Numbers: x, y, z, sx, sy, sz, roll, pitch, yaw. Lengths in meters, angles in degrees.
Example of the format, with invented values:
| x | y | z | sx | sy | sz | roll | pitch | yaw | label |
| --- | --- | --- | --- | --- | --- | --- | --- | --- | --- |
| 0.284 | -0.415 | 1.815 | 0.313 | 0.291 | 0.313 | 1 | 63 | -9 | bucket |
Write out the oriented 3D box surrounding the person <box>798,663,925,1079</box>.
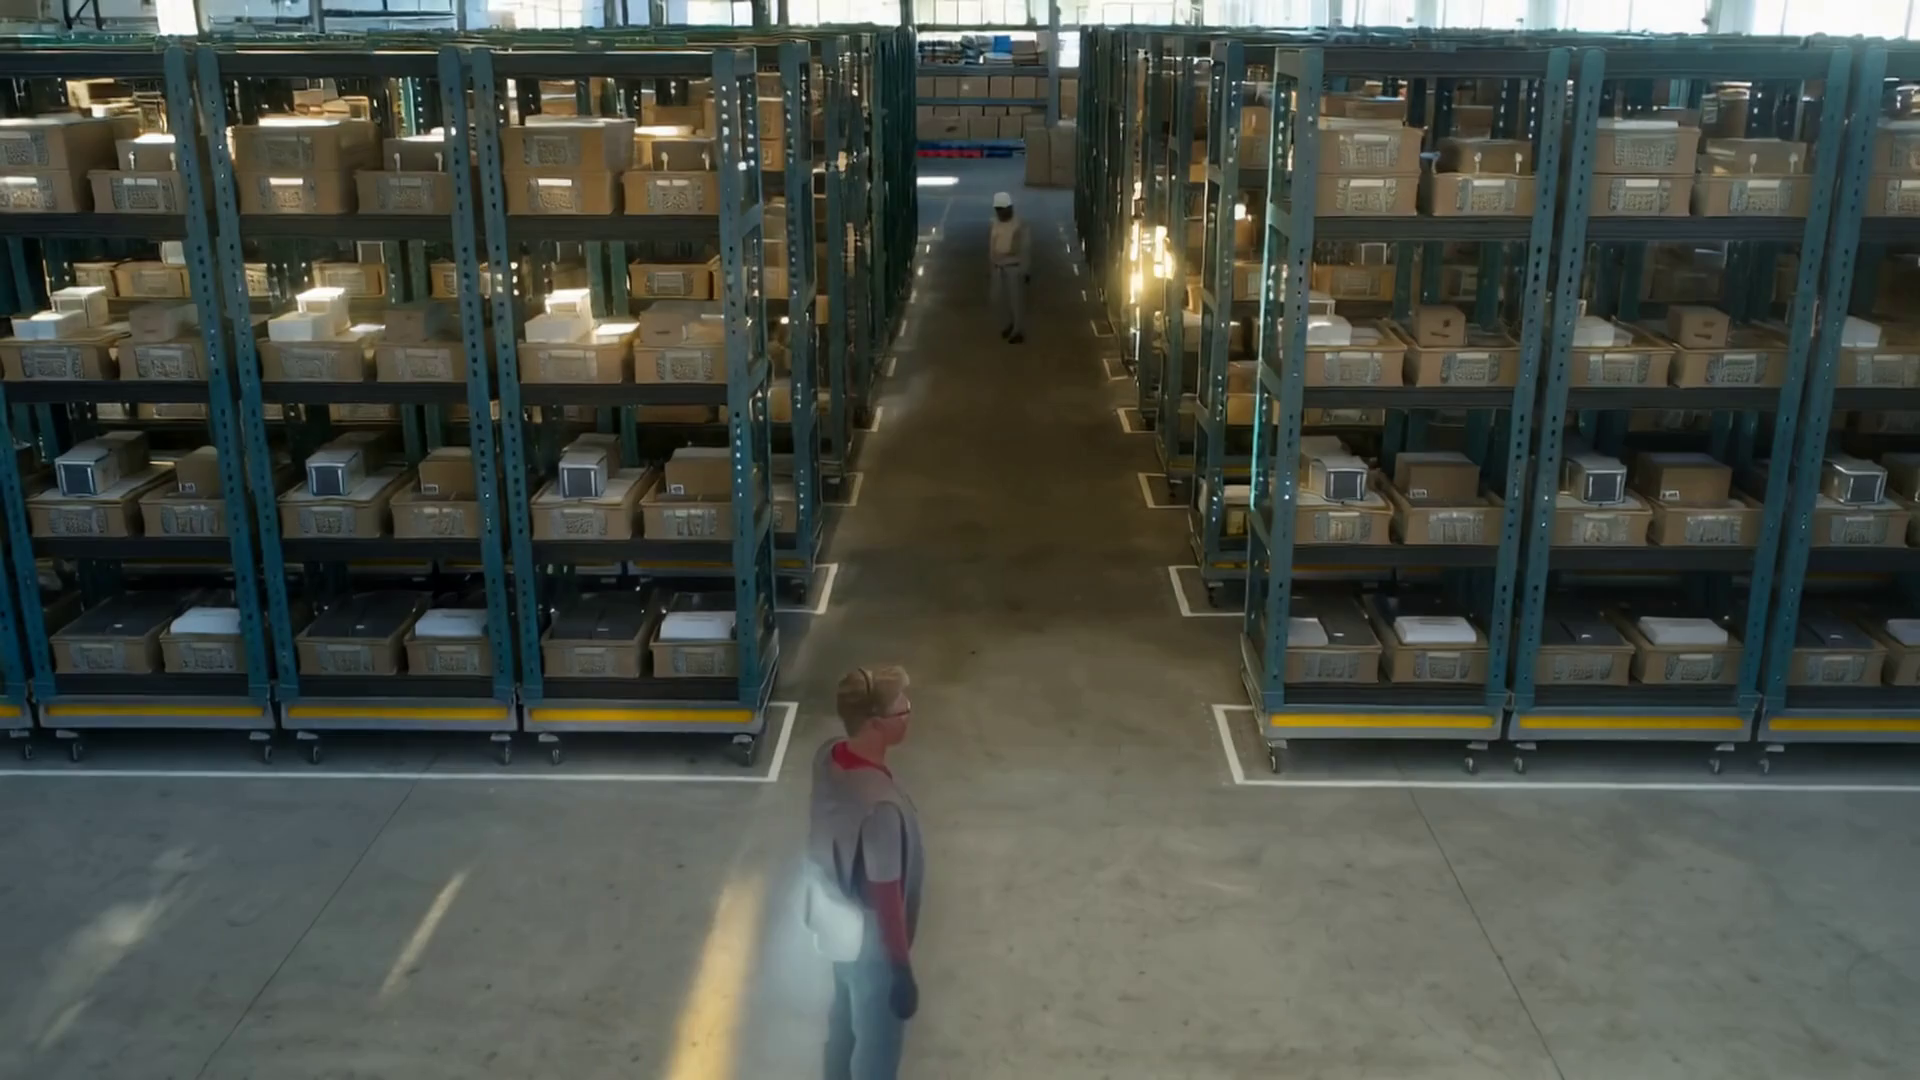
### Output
| x | y | z | sx | sy | sz | roll | pitch | yaw | label |
| --- | --- | --- | --- | --- | --- | --- | --- | --- | --- |
| -0.302 | 1.268 | 5.292 | 0.389 | 1.847 | 0.563 | -8 | 19 | -23 | person |

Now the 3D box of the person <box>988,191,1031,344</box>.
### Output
| x | y | z | sx | sy | sz | roll | pitch | yaw | label |
| --- | --- | --- | --- | --- | --- | --- | --- | --- | --- |
| 0.583 | -3.218 | 19.670 | 0.681 | 1.795 | 0.444 | 16 | 23 | 40 | person |

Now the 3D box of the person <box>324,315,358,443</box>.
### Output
| x | y | z | sx | sy | sz | roll | pitch | yaw | label |
| --- | --- | --- | --- | --- | --- | --- | --- | --- | --- |
| -4.266 | -0.883 | 11.965 | 0.943 | 1.963 | 0.606 | -1 | 17 | -2 | person |
